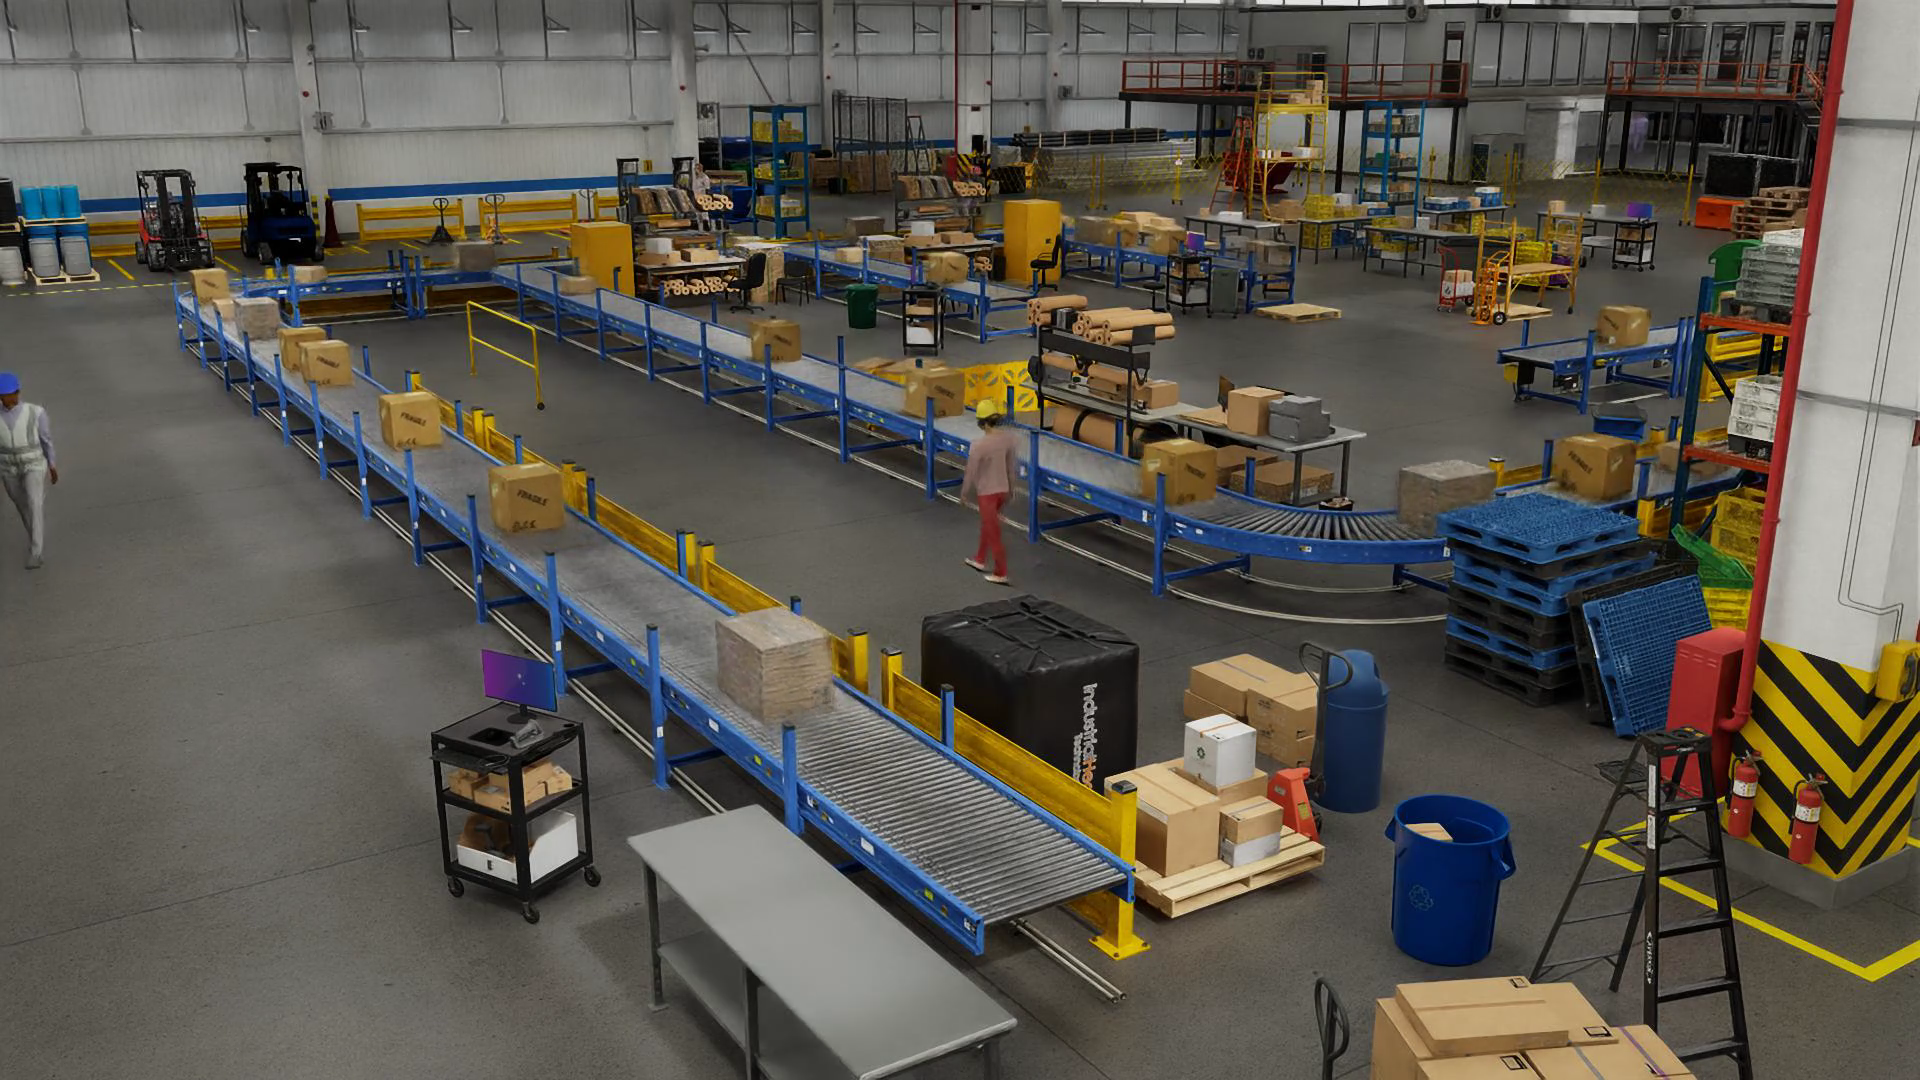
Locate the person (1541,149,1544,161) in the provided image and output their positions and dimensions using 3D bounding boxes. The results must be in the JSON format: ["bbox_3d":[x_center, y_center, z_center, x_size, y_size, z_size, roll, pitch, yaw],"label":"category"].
[{"bbox_3d":[21.822,-14.480,62.529,0.497,1.626,0.288,10,19,29],"label":"person"}]

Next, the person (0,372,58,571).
[{"bbox_3d":[-9.222,-0.726,16.326,0.627,1.905,1.017,-5,17,-15],"label":"person"}]

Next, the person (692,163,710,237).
[{"bbox_3d":[-6.748,-8.804,43.174,0.408,1.908,0.643,-14,22,-40],"label":"person"}]

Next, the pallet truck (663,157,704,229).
[{"bbox_3d":[-7.586,-9.308,44.692,0.823,1.965,1.885,-11,20,-33],"label":"pallet truck"}]

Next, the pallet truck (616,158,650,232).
[{"bbox_3d":[-8.918,-9.176,44.255,0.823,1.965,1.885,-9,19,-27],"label":"pallet truck"}]

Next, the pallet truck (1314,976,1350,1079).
[{"bbox_3d":[2.299,2.390,7.086,1.601,1.201,0.680,-2,17,-7],"label":"pallet truck"}]

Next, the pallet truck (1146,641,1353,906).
[{"bbox_3d":[1.664,1.407,10.232,1.630,1.274,0.653,-10,20,-31],"label":"pallet truck"}]

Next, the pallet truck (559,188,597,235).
[{"bbox_3d":[-10.010,-8.652,43.699,0.653,1.274,1.630,-10,20,-31],"label":"pallet truck"}]

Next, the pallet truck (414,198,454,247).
[{"bbox_3d":[-13.250,-8.060,41.856,0.680,1.201,1.601,-10,20,-31],"label":"pallet truck"}]

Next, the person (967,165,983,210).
[{"bbox_3d":[0.397,-8.214,41.010,0.429,2.019,0.636,-1,17,-2],"label":"person"}]

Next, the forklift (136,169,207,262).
[{"bbox_3d":[-17.842,-7.318,37.559,1.157,1.987,2.680,-10,20,-31],"label":"forklift"}]

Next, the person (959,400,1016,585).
[{"bbox_3d":[0.203,-0.471,15.715,0.786,1.733,0.552,16,23,42],"label":"person"}]

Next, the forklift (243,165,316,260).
[{"bbox_3d":[-15.898,-7.669,38.708,1.157,1.987,2.680,-11,20,-33],"label":"forklift"}]

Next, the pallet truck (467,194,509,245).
[{"bbox_3d":[-11.983,-8.177,42.137,0.704,1.261,1.522,-11,20,-33],"label":"pallet truck"}]
